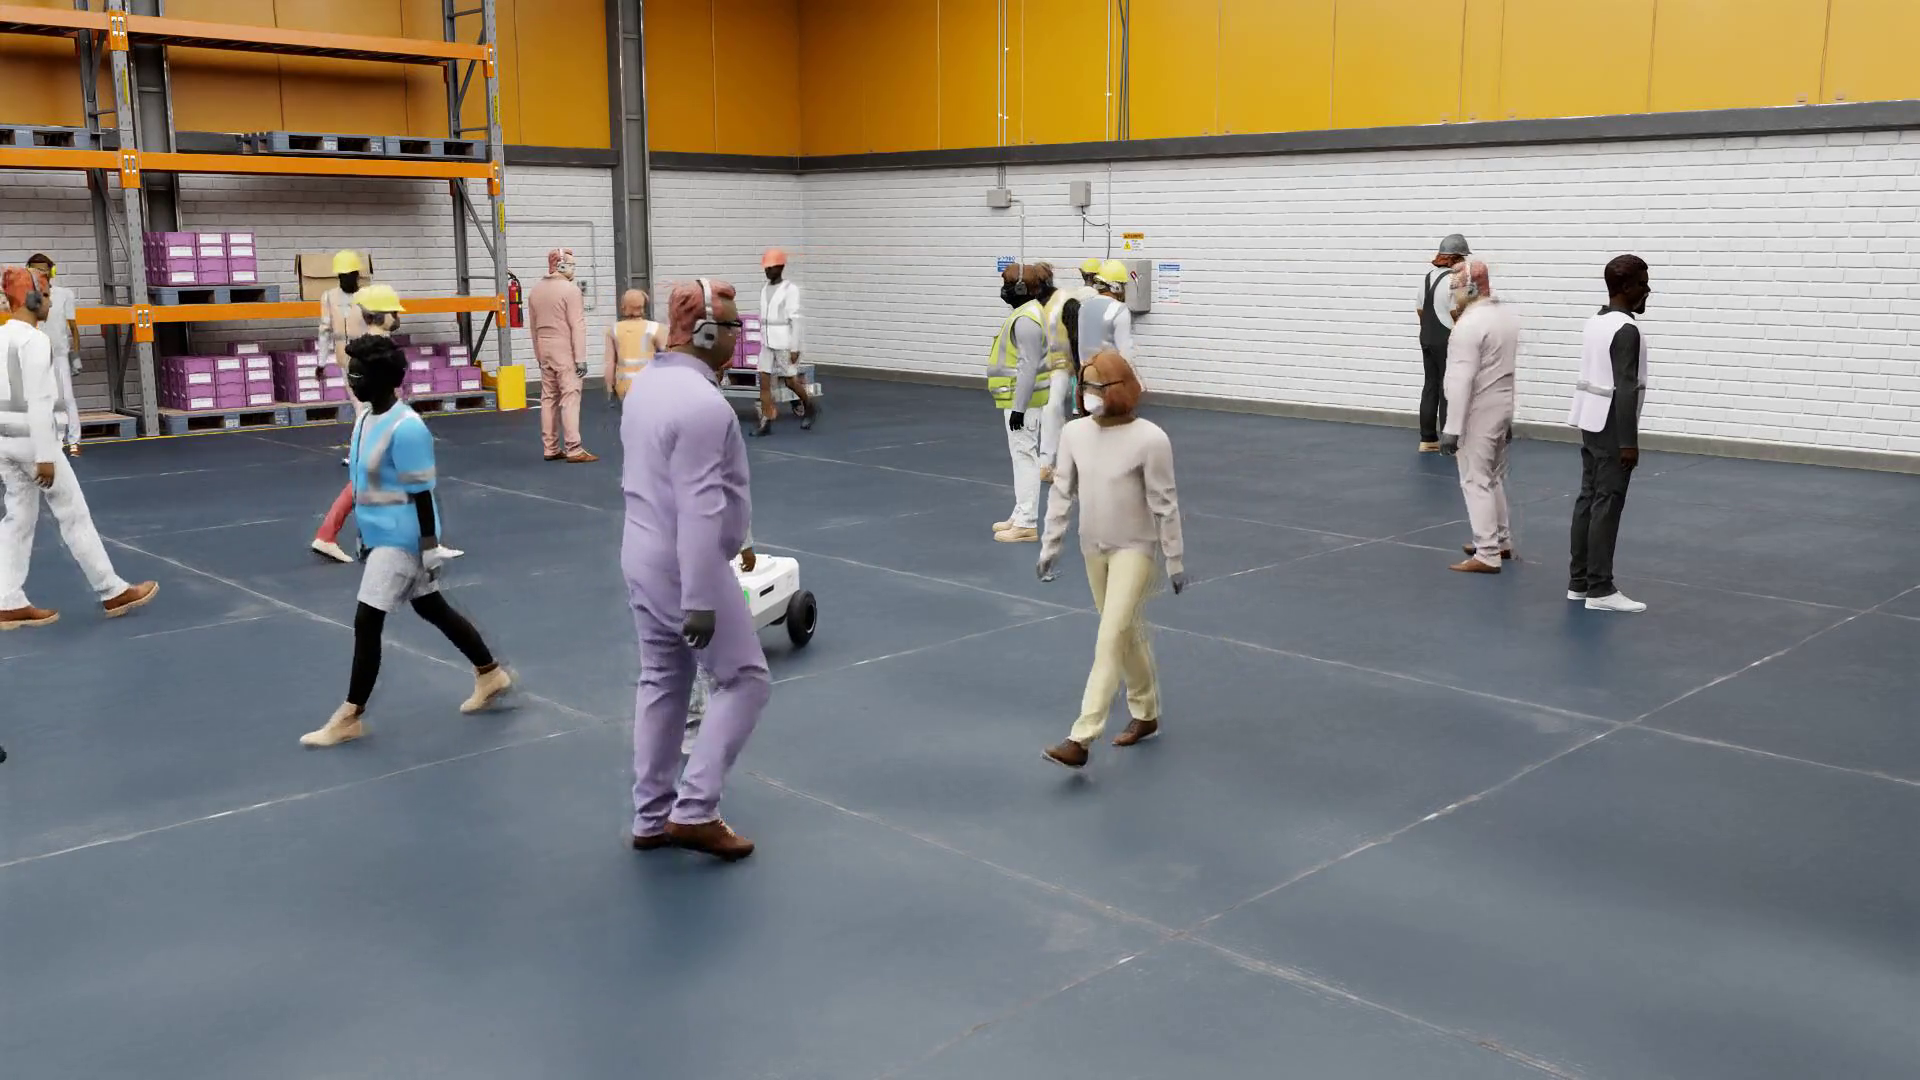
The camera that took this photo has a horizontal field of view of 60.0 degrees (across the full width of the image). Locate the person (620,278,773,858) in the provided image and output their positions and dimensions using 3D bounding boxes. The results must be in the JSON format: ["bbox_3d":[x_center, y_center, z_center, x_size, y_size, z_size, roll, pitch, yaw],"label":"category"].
[{"bbox_3d":[-0.858,0.109,5.372,0.483,1.885,0.683,-6,12,-30],"label":"person"}]

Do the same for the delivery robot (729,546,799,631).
[{"bbox_3d":[-1.042,0.241,8.028,0.477,0.478,0.707,3,11,15],"label":"delivery robot"}]

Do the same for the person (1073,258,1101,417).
[{"bbox_3d":[1.443,-2.252,18.572,0.324,1.769,0.523,-3,11,-17],"label":"person"}]

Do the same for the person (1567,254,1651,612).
[{"bbox_3d":[3.528,-0.581,9.043,0.392,1.920,0.587,0,10,2],"label":"person"}]

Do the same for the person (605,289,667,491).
[{"bbox_3d":[-2.565,-1.200,13.311,0.518,1.592,0.854,4,11,19],"label":"person"}]

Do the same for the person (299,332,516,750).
[{"bbox_3d":[-2.240,-0.023,6.746,0.907,1.647,0.535,-8,13,-35],"label":"person"}]

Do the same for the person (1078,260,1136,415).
[{"bbox_3d":[1.189,-1.301,13.239,0.403,1.824,0.610,-7,12,-33],"label":"person"}]

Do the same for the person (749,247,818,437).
[{"bbox_3d":[-1.806,-2.017,16.924,0.553,1.909,0.880,7,13,35],"label":"person"}]

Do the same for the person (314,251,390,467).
[{"bbox_3d":[-5.305,-1.557,14.485,0.595,1.881,0.921,2,11,12],"label":"person"}]

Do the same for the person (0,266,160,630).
[{"bbox_3d":[-4.713,-0.483,8.667,0.607,1.855,0.796,8,13,37],"label":"person"}]

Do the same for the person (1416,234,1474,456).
[{"bbox_3d":[4.543,-1.804,15.381,0.537,2.000,0.683,-3,11,-17],"label":"person"}]

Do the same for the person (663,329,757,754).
[{"bbox_3d":[-1.009,-0.030,6.554,0.534,1.724,0.439,8,13,39],"label":"person"}]

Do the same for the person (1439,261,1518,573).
[{"bbox_3d":[3.157,-0.736,10.058,0.454,1.871,0.767,8,13,38],"label":"person"}]

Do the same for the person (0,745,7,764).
[{"bbox_3d":[-4.051,0.005,5.927,0.539,1.899,0.919,9,14,41],"label":"person"}]

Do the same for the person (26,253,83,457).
[{"bbox_3d":[-8.314,-1.678,15.198,0.516,1.861,0.322,-3,11,-14],"label":"person"}]

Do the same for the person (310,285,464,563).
[{"bbox_3d":[-3.609,-0.706,10.251,0.883,1.728,0.532,-5,12,-26],"label":"person"}]

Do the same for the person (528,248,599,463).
[{"bbox_3d":[-3.545,-1.641,14.872,0.642,1.905,0.399,8,13,36],"label":"person"}]

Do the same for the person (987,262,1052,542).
[{"bbox_3d":[0.392,-0.911,11.058,0.429,1.844,0.627,0,10,1],"label":"person"}]

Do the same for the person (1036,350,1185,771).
[{"bbox_3d":[0.546,0.078,6.339,0.506,1.583,0.848,10,14,44],"label":"person"}]

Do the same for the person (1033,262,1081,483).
[{"bbox_3d":[0.685,-1.370,13.687,0.772,1.794,0.650,-9,14,-41],"label":"person"}]
